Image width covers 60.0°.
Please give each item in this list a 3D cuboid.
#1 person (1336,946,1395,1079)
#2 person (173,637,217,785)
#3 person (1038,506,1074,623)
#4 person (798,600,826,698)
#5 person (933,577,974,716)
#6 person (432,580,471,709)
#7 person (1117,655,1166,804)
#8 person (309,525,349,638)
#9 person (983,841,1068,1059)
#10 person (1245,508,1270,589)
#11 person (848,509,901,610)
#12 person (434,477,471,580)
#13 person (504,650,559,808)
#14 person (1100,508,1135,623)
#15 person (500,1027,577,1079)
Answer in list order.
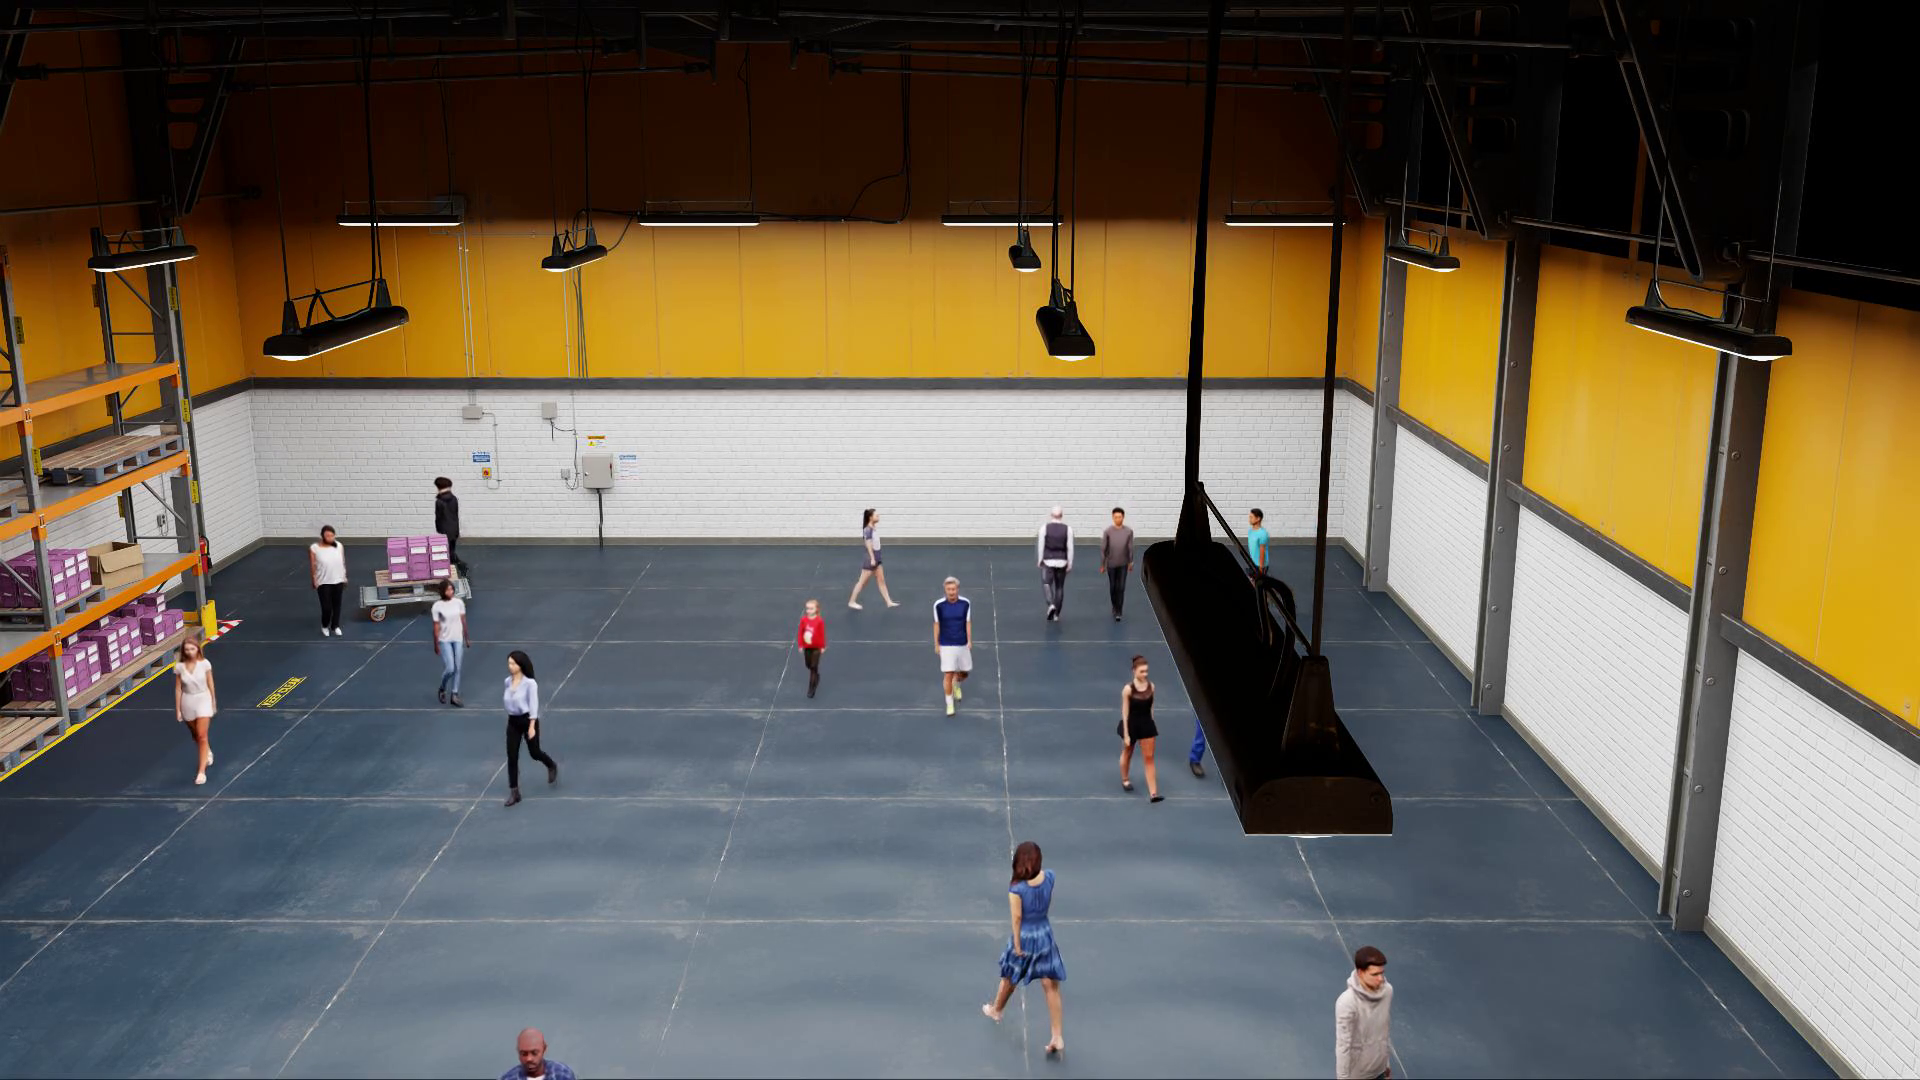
[{"bbox_3d":[2.794,3.674,11.607,0.761,1.851,0.784,-10,17,-35],"label":"person"},{"bbox_3d":[-8.824,1.923,19.251,0.761,1.657,1.184,-3,14,-14],"label":"person"},{"bbox_3d":[1.435,0.404,25.214,0.678,1.803,0.871,0,14,0],"label":"person"},{"bbox_3d":[-1.957,1.418,22.181,0.614,1.259,0.938,3,14,11],"label":"person"},{"bbox_3d":[-0.093,1.319,21.391,0.729,1.824,0.888,-2,14,-9],"label":"person"},{"bbox_3d":[-6.652,1.325,21.602,0.818,1.713,0.757,13,18,42],"label":"person"},{"bbox_3d":[1.947,2.092,18.607,0.855,1.631,1.177,-5,15,-20],"label":"person"},{"bbox_3d":[-9.375,0.591,24.715,0.768,1.674,0.818,-11,18,-39],"label":"person"},{"bbox_3d":[0.638,3.314,13.299,1.046,1.755,1.217,-9,16,-32],"label":"person"},{"bbox_3d":[4.643,0.381,25.403,0.794,1.760,0.687,-5,15,-21],"label":"person"},{"bbox_3d":[-1.471,0.334,25.928,0.819,1.604,1.041,3,14,12],"label":"person"},{"bbox_3d":[-8.460,-0.160,27.650,1.003,1.754,1.048,8,16,31],"label":"person"},{"bbox_3d":[-4.793,2.068,18.526,0.908,1.716,1.156,6,15,22],"label":"person"},{"bbox_3d":[2.418,0.366,25.549,1.162,1.719,0.710,0,14,0],"label":"person"},{"bbox_3d":[-2.693,3.921,10.709,0.730,1.795,0.925,-1,14,-5],"label":"person"}]
